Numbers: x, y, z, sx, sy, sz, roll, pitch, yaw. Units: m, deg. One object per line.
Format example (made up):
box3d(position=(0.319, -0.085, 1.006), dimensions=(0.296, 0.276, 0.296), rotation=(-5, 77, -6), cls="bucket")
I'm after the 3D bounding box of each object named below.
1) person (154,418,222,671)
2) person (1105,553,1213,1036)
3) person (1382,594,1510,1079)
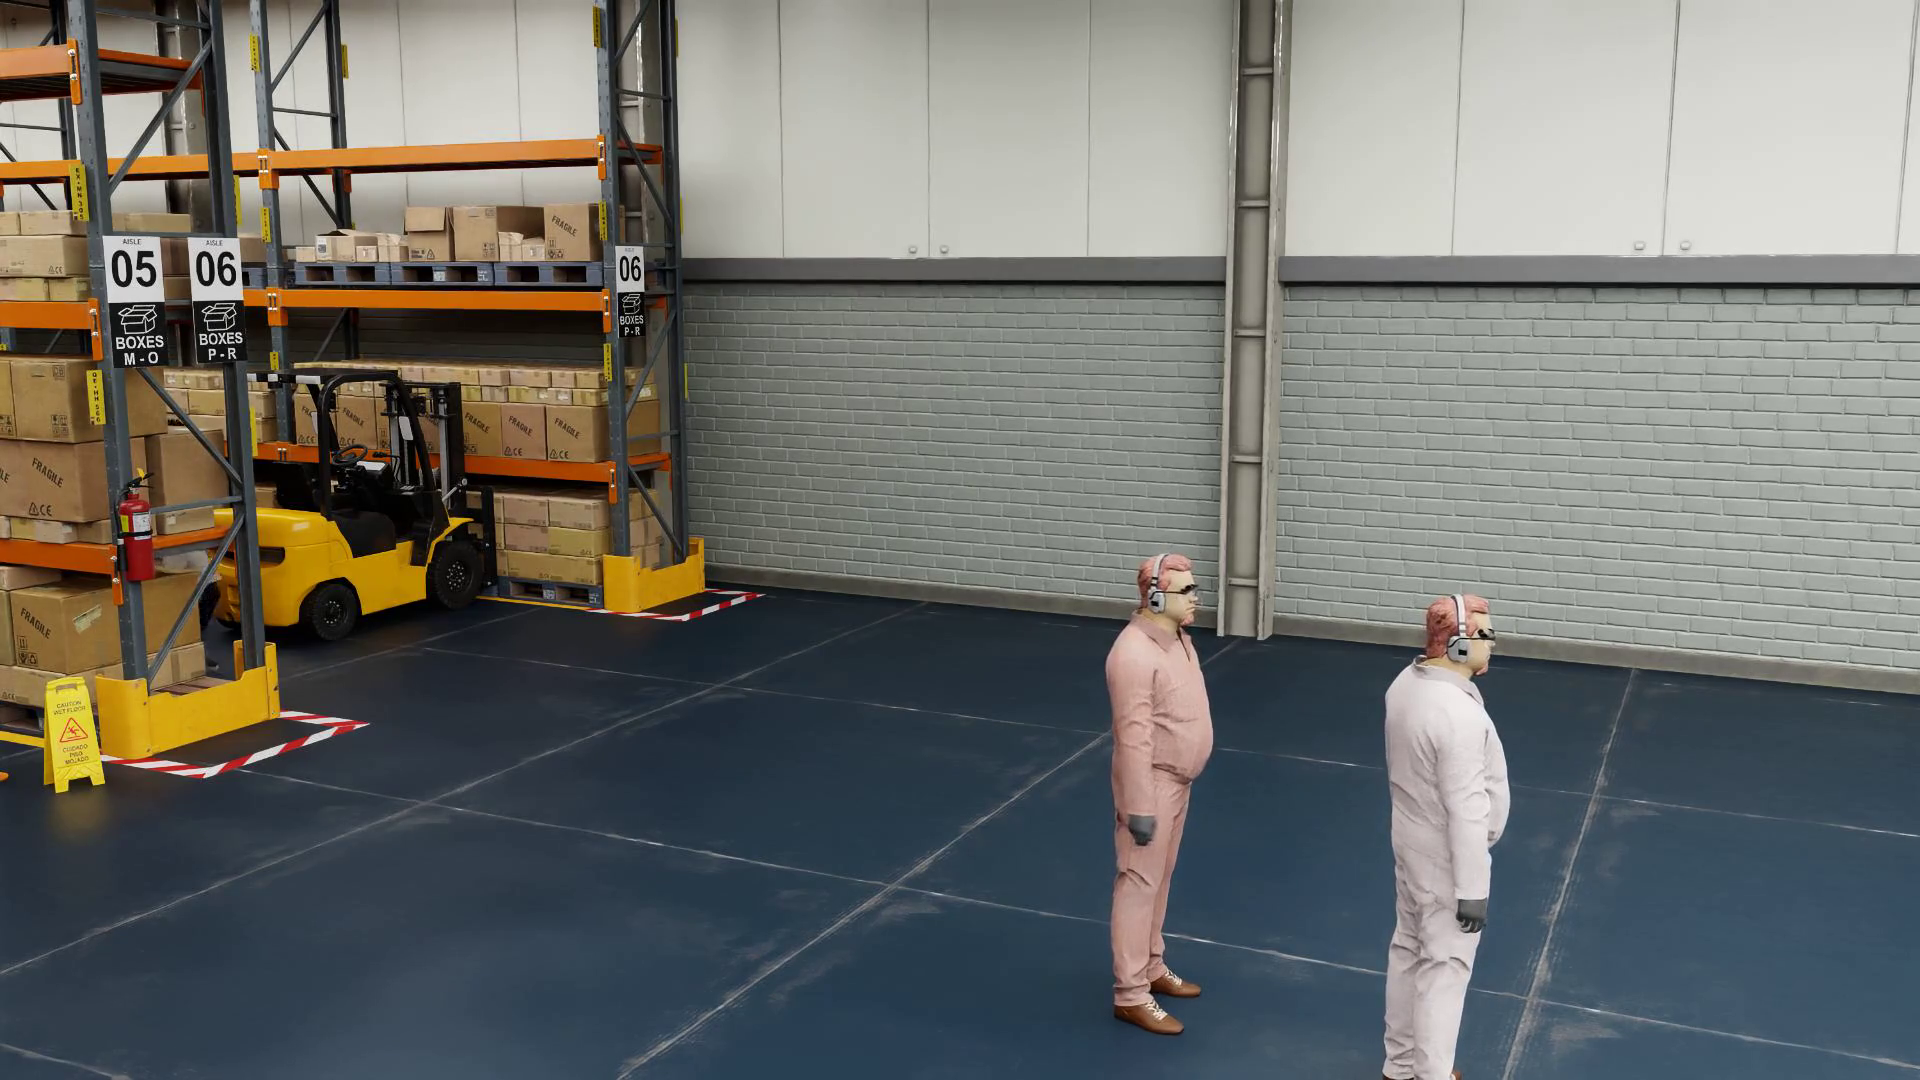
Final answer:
box3d(position=(-5.765, 0.063, 12.314), dimensions=(0.517, 1.943, 0.628), rotation=(4, 10, 25), cls="person")
box3d(position=(0.815, 0.997, 6.716), dimensions=(0.404, 1.911, 0.636), rotation=(4, 10, 21), cls="person")
box3d(position=(1.735, 1.129, 5.911), dimensions=(0.409, 1.906, 0.652), rotation=(-1, 9, -5), cls="person")
